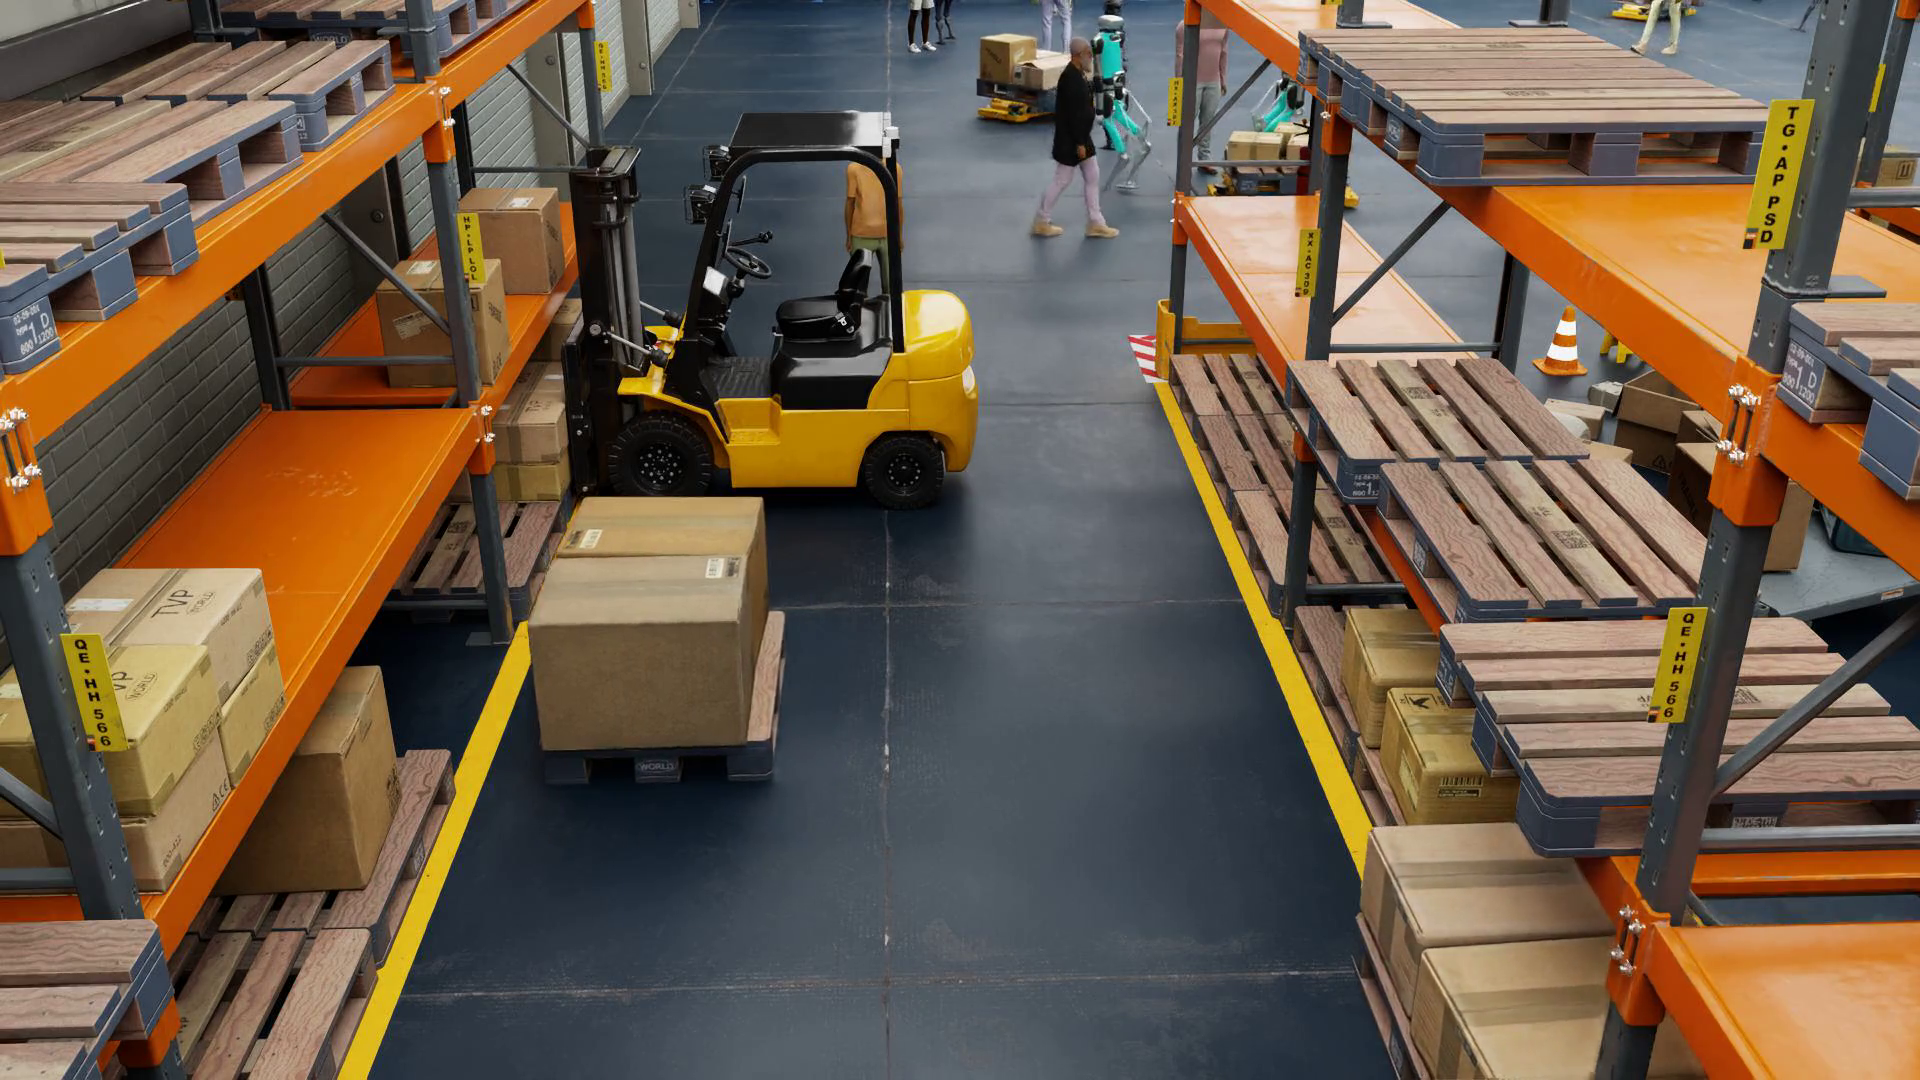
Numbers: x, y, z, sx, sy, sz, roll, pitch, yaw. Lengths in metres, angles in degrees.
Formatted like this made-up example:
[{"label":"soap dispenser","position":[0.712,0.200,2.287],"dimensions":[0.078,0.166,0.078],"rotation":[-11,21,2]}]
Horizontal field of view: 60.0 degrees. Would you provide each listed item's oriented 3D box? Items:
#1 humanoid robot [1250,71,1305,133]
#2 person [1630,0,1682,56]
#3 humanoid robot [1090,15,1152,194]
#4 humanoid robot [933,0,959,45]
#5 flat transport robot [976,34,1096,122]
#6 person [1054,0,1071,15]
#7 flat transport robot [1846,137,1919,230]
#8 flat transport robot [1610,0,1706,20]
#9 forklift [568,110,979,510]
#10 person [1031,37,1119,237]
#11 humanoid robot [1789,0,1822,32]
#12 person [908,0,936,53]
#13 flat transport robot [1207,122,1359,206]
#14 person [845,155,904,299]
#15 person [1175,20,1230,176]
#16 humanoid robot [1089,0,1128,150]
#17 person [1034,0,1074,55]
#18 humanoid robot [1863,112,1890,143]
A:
[{"label":"humanoid robot","position":[3.296,-4.602,17.262],"dimensions":[0.673,1.741,0.530],"rotation":[-5,26,-11]},{"label":"person","position":[10.470,-8.117,24.650],"dimensions":[0.982,1.835,0.560],"rotation":[-16,30,-31]},{"label":"humanoid robot","position":[1.670,-4.350,16.811],"dimensions":[0.732,1.795,0.531],"rotation":[16,30,30]},{"label":"humanoid robot","position":[-0.280,-8.522,25.698],"dimensions":[0.614,1.652,0.347],"rotation":[-18,31,-33]},{"label":"flat transport robot","position":[0.945,-5.484,20.917],"dimensions":[0.659,0.231,1.431],"rotation":[22,33,39]},{"label":"person","position":[1.729,-9.986,28.710],"dimensions":[0.561,1.752,0.330],"rotation":[-8,26,-16]},{"label":"flat transport robot","position":[6.913,-2.076,13.699],"dimensions":[1.431,0.231,0.659],"rotation":[4,26,9]},{"label":"flat transport robot","position":[11.969,-9.136,28.651],"dimensions":[1.431,0.231,0.659],"rotation":[-16,30,-30]},{"label":"forklift","position":[-1.043,-1.379,9.976],"dimensions":[2.313,2.155,1.214],"rotation":[-1,25,-2]},{"label":"person","position":[1.059,-3.687,15.288],"dimensions":[0.822,1.824,0.550],"rotation":[8,26,16]},{"label":"humanoid robot","position":[13.884,-8.962,26.699],"dimensions":[0.782,1.632,0.598],"rotation":[14,29,28]},{"label":"person","position":[-0.598,-8.320,25.030],"dimensions":[0.539,1.893,0.376],"rotation":[-21,32,-37]},{"label":"flat transport robot","position":[3.253,-3.539,16.797],"dimensions":[1.431,0.231,0.659],"rotation":[1,25,1]},{"label":"person","position":[-0.635,-2.249,12.370],"dimensions":[0.440,1.718,0.349],"rotation":[-3,25,-6]},{"label":"person","position":[2.553,-4.834,17.588],"dimensions":[0.634,1.937,0.361],"rotation":[-11,27,-21]},{"label":"humanoid robot","position":[1.669,-5.252,18.781],"dimensions":[0.378,1.656,0.611],"rotation":[16,29,30]},{"label":"person","position":[1.404,-7.906,24.252],"dimensions":[0.711,1.806,0.385],"rotation":[-4,26,-9]},{"label":"humanoid robot","position":[7.594,-3.010,14.054],"dimensions":[0.591,1.645,0.422],"rotation":[-10,27,-19]}]
